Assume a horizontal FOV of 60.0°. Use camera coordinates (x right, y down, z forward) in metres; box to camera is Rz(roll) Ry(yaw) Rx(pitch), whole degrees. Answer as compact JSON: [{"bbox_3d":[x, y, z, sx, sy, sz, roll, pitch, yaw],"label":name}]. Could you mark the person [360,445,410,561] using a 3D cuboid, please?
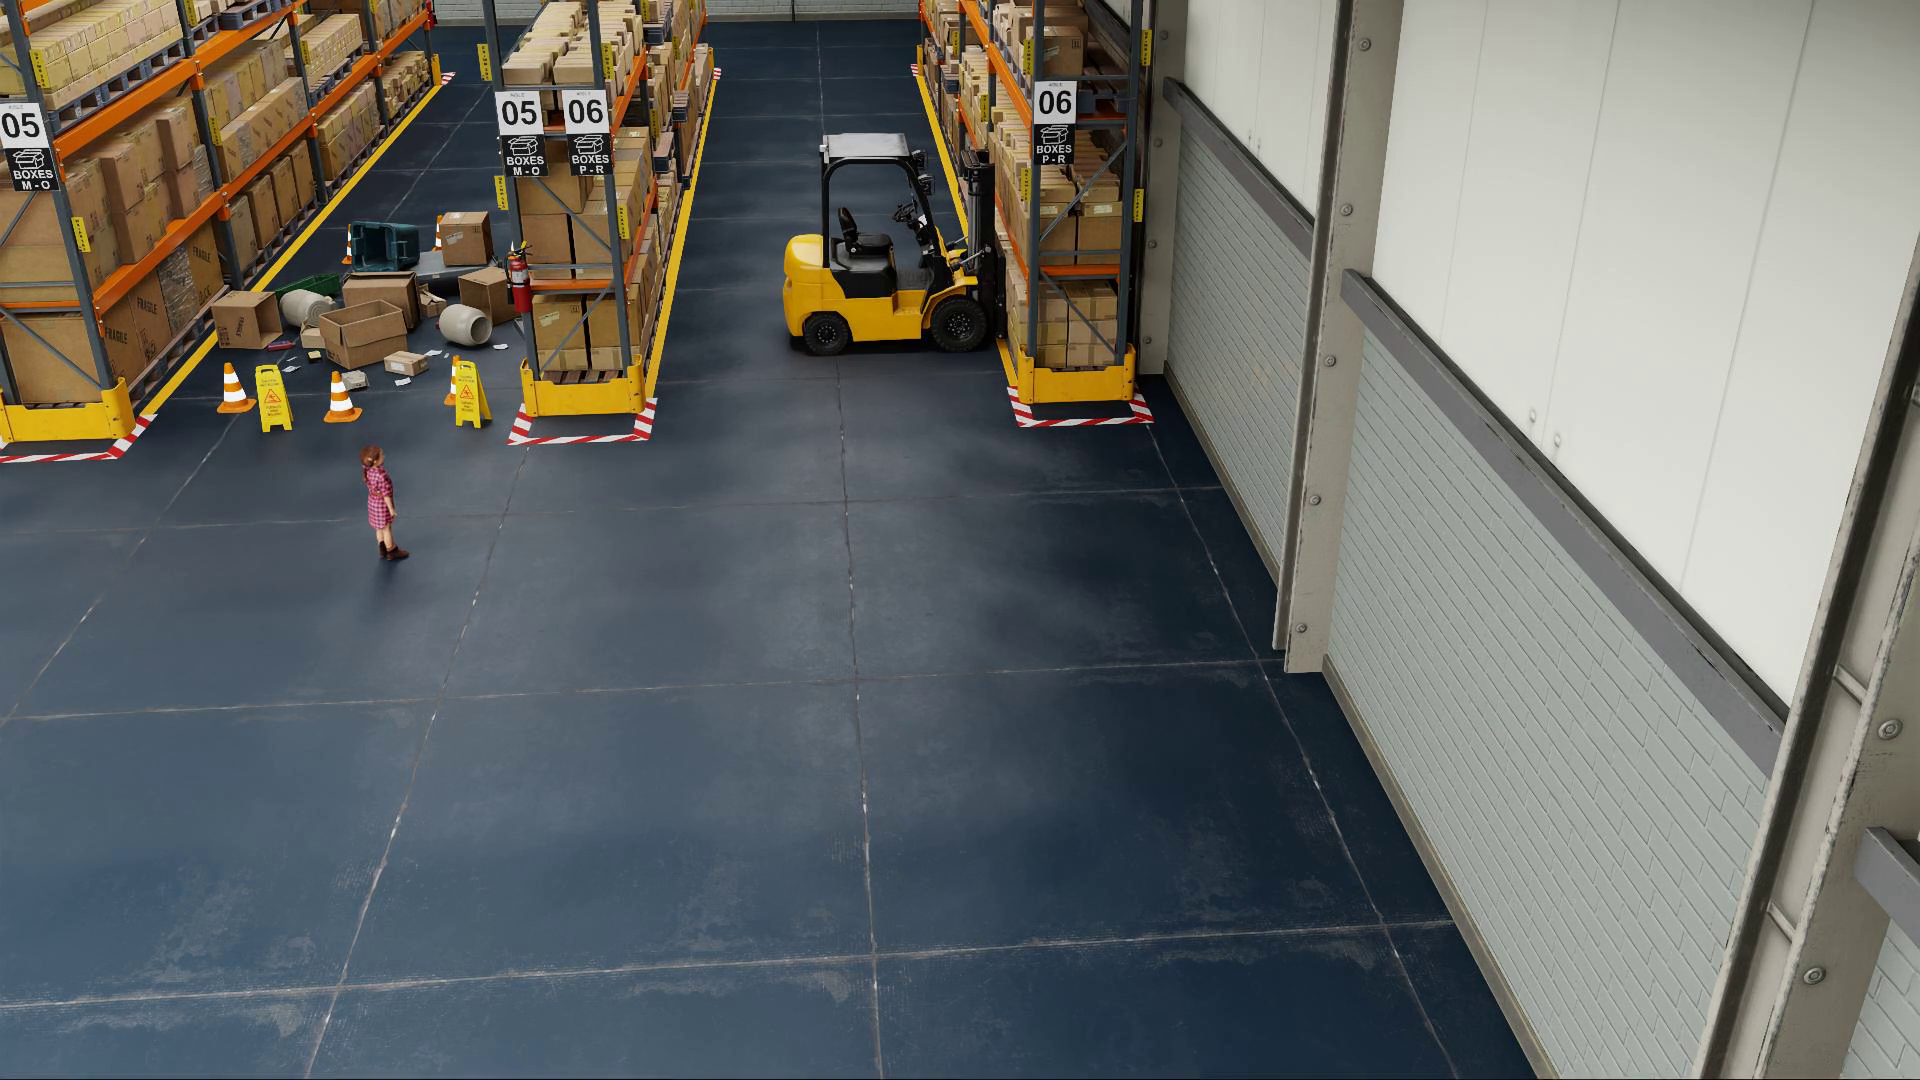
[{"bbox_3d":[-4.769,-0.316,13.686,0.500,1.022,0.561,22,34,36],"label":"person"}]
